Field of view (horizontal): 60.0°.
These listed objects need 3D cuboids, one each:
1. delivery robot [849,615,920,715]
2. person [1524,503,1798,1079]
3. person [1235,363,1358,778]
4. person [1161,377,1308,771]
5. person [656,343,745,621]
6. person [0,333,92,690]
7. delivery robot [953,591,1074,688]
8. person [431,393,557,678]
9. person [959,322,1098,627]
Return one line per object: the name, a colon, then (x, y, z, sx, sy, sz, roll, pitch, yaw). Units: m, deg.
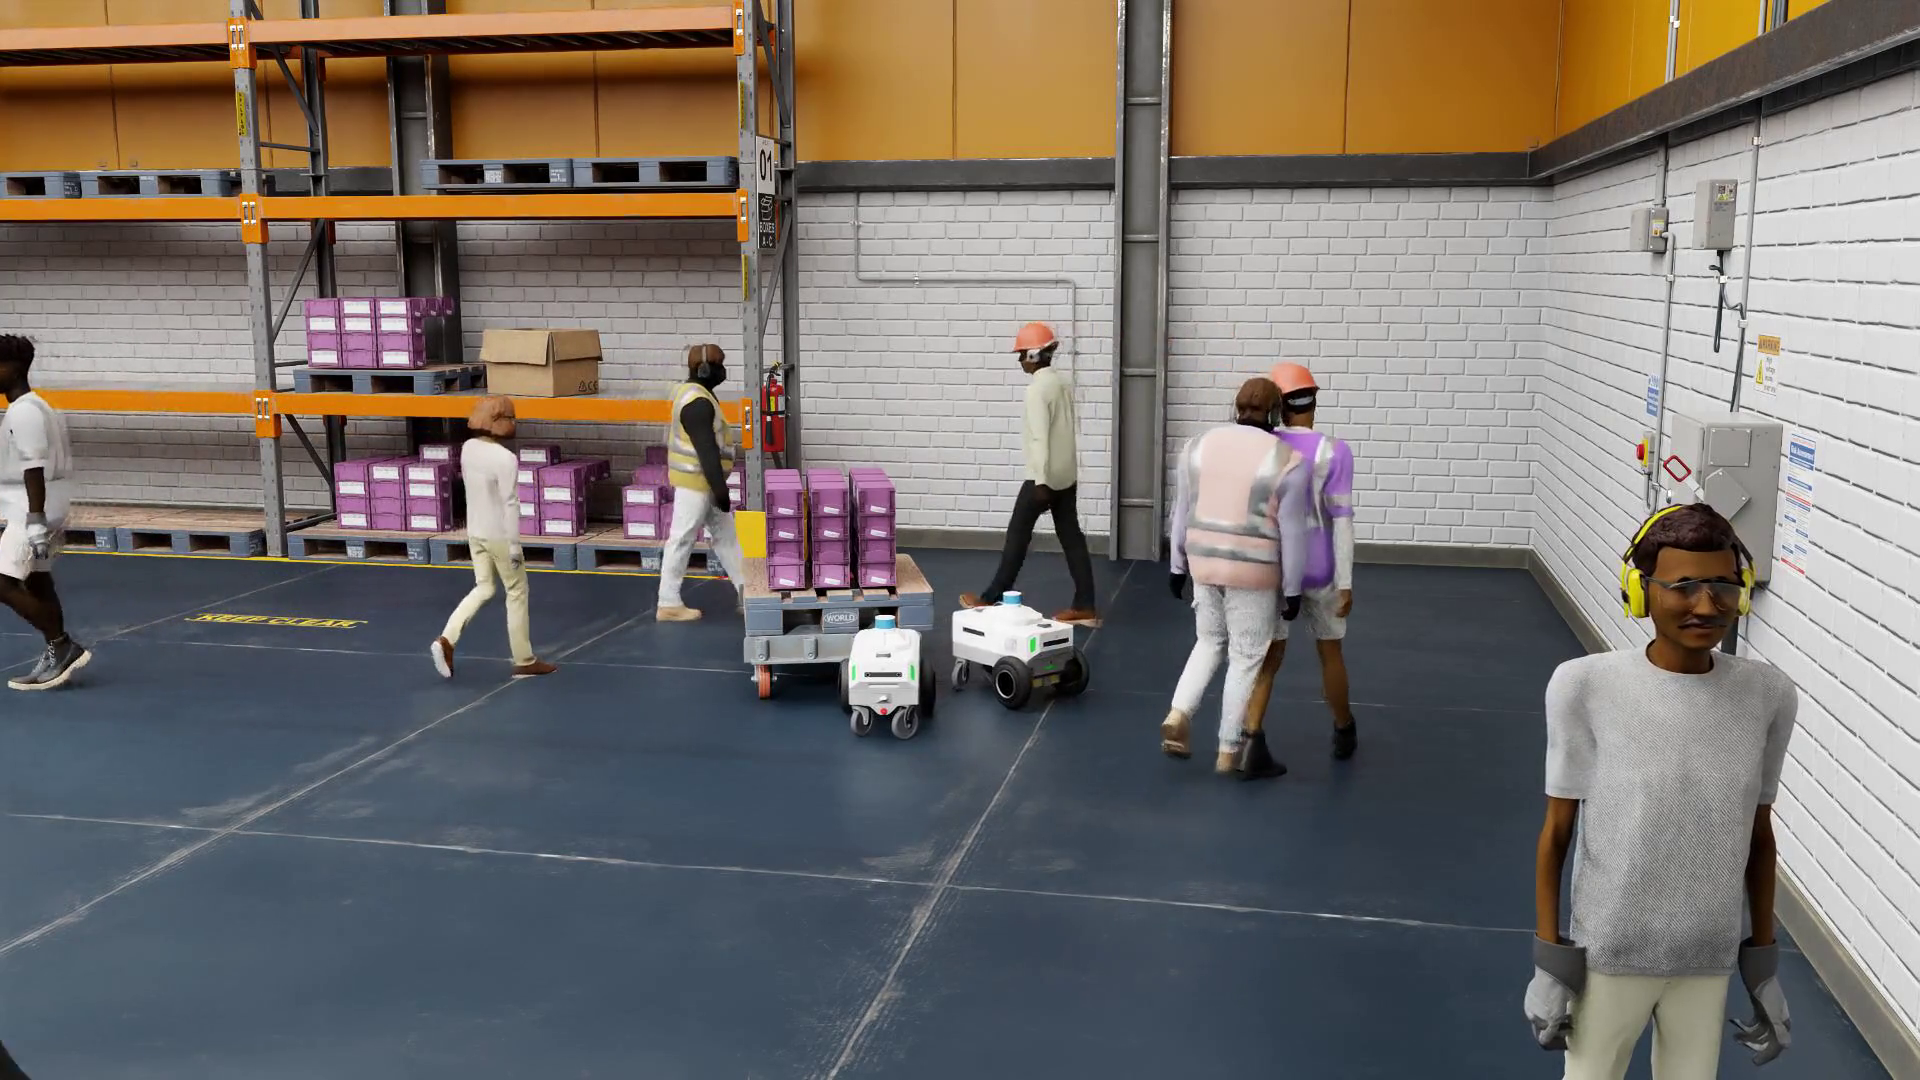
delivery robot: (-0.374, 0.621, 8.353, 0.477, 0.478, 0.707, 0, 9, -1)
person: (1.392, 0.849, 3.305, 0.519, 1.873, 0.328, 0, 9, 0)
person: (1.532, 0.139, 7.614, 0.581, 1.884, 0.856, 6, 11, 30)
person: (1.245, 0.177, 7.530, 0.665, 1.817, 0.526, 7, 12, 38)
person: (-1.565, -0.366, 10.808, 0.938, 1.802, 0.663, -1, 9, -7)
person: (-5.047, -0.135, 8.989, 0.417, 1.948, 0.649, -4, 10, -25)
delivery robot: (0.279, 0.520, 8.958, 0.477, 0.478, 0.707, -8, 12, -39)
person: (-2.604, -0.006, 9.211, 0.532, 1.616, 0.630, 8, 12, 39)
person: (0.474, -0.419, 10.723, 0.983, 1.939, 0.636, 5, 11, 27)
